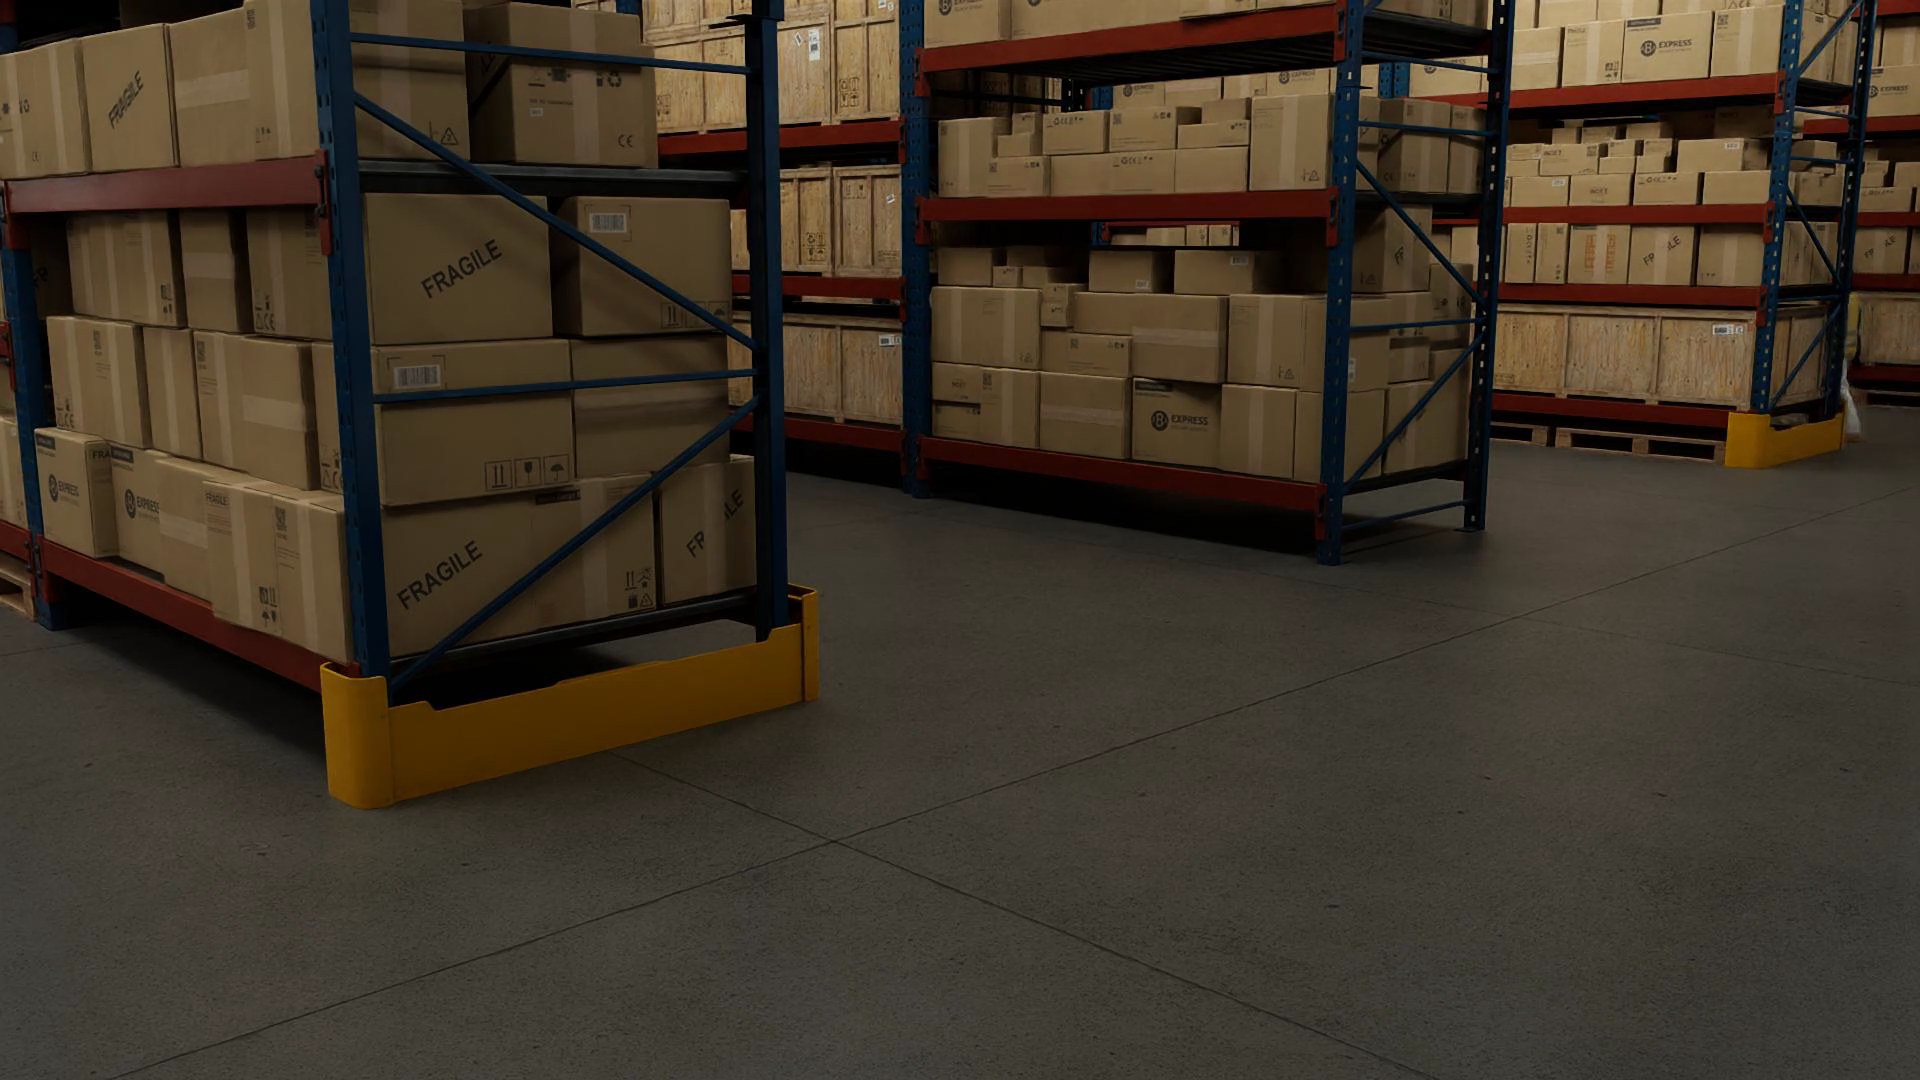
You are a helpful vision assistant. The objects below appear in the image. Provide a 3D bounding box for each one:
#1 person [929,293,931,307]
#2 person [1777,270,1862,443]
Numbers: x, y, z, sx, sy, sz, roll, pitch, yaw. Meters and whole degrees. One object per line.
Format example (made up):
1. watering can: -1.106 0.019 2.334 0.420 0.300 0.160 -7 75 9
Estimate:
1. person: -0.237 -2.593 20.607 0.557 1.914 0.523 -10 14 -42
2. person: 9.050 -1.915 17.313 0.638 1.784 0.977 -7 13 -35
